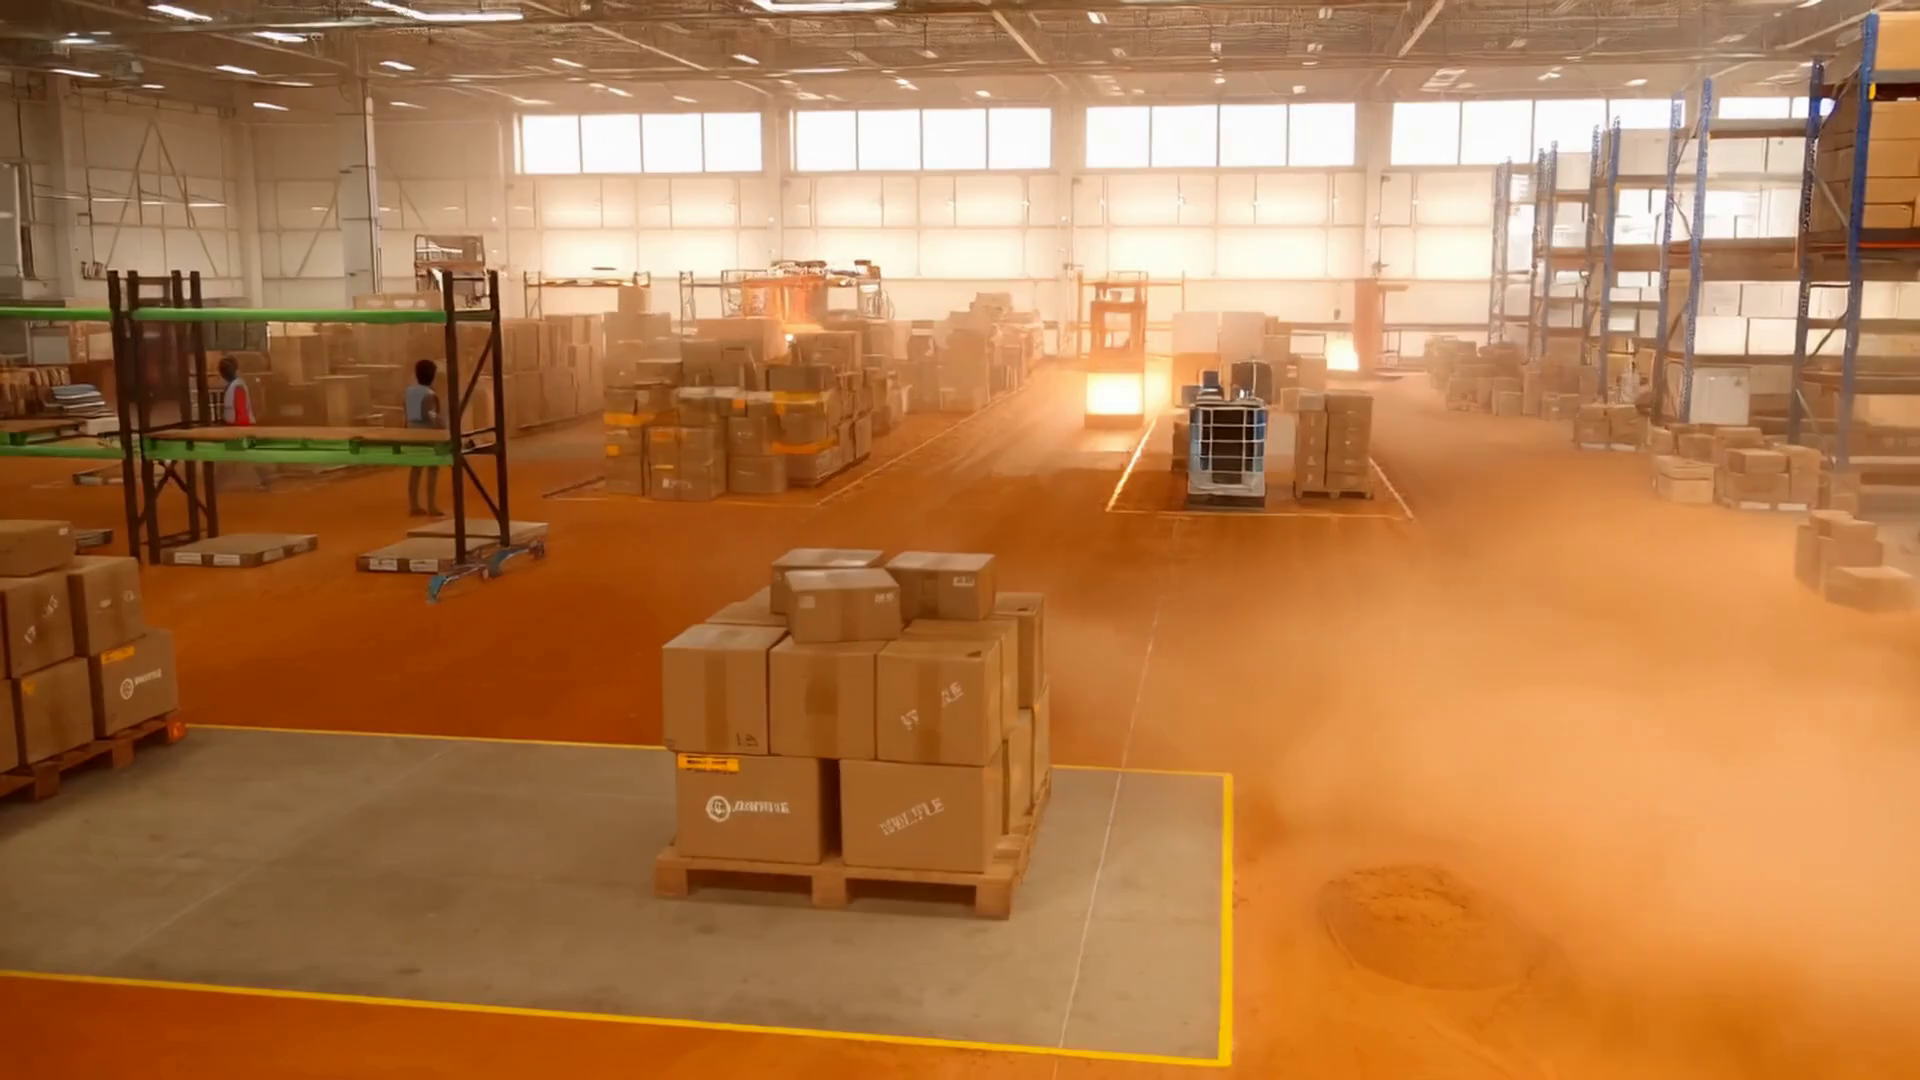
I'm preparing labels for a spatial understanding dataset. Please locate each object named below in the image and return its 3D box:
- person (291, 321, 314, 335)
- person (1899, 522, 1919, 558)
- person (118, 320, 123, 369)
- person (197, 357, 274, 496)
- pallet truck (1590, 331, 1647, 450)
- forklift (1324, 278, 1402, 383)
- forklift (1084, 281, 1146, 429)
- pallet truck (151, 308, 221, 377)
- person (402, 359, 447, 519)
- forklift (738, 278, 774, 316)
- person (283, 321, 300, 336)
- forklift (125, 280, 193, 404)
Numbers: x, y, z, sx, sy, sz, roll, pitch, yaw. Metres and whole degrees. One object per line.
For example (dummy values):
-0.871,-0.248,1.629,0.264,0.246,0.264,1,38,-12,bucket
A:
-17.215,-5.010,43.707,0.635,1.938,0.359,0,9,2,person
10.358,-0.606,17.384,0.804,1.666,0.528,1,9,5,person
-25.967,-6.092,51.338,0.317,1.629,0.509,-2,9,-10,person
-9.839,-1.537,22.532,1.019,1.863,0.612,-6,11,-33,person
11.253,-2.573,28.499,0.823,1.965,1.885,5,10,27,pallet truck
10.968,-5.723,45.213,1.873,2.768,1.129,6,11,35,forklift
3.012,-3.597,32.096,1.129,2.768,1.873,1,9,9,forklift
-21.869,-5.598,47.154,0.823,1.965,1.885,4,10,26,pallet truck
-6.549,-1.232,20.370,0.606,1.957,0.388,6,11,31,person
-5.447,-5.613,44.531,1.129,2.768,1.873,-8,12,-39,forklift
-20.010,-5.989,49.923,0.354,1.883,0.576,8,12,41,person
-18.397,-4.544,37.940,1.129,2.768,1.873,-1,9,-8,forklift
